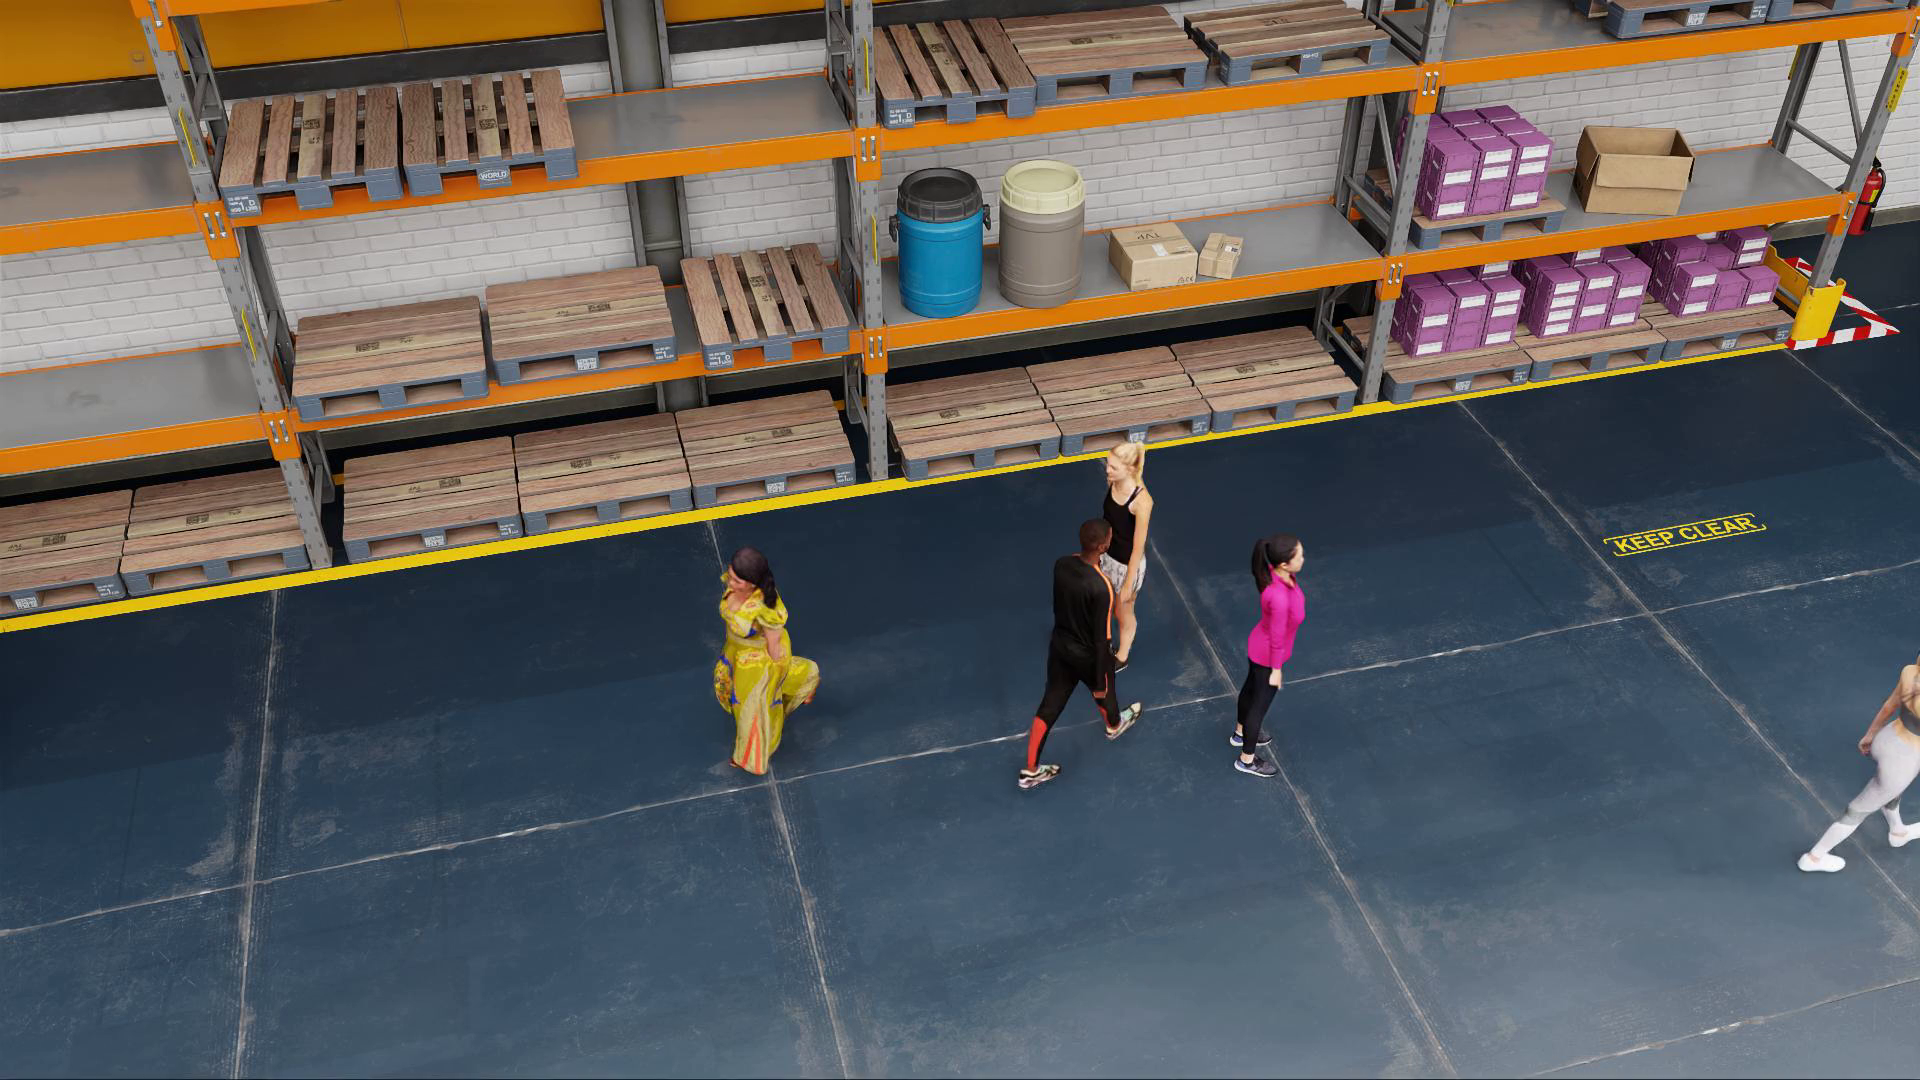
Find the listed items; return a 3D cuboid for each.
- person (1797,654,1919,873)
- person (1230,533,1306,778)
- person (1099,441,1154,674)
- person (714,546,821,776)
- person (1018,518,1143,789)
[{"bbox_3d":[4.989,1.212,9.024,1.096,1.666,0.706,-3,39,-4],"label":"person"},{"bbox_3d":[1.791,0.645,9.716,0.664,1.698,0.654,3,39,4],"label":"person"},{"bbox_3d":[1.061,0.099,10.282,0.687,1.837,0.706,-20,43,-23],"label":"person"},{"bbox_3d":[-1.119,0.642,9.770,1.089,1.635,0.943,-23,44,-26],"label":"person"},{"bbox_3d":[0.612,0.715,9.582,1.302,1.746,1.066,-28,47,-31],"label":"person"}]
